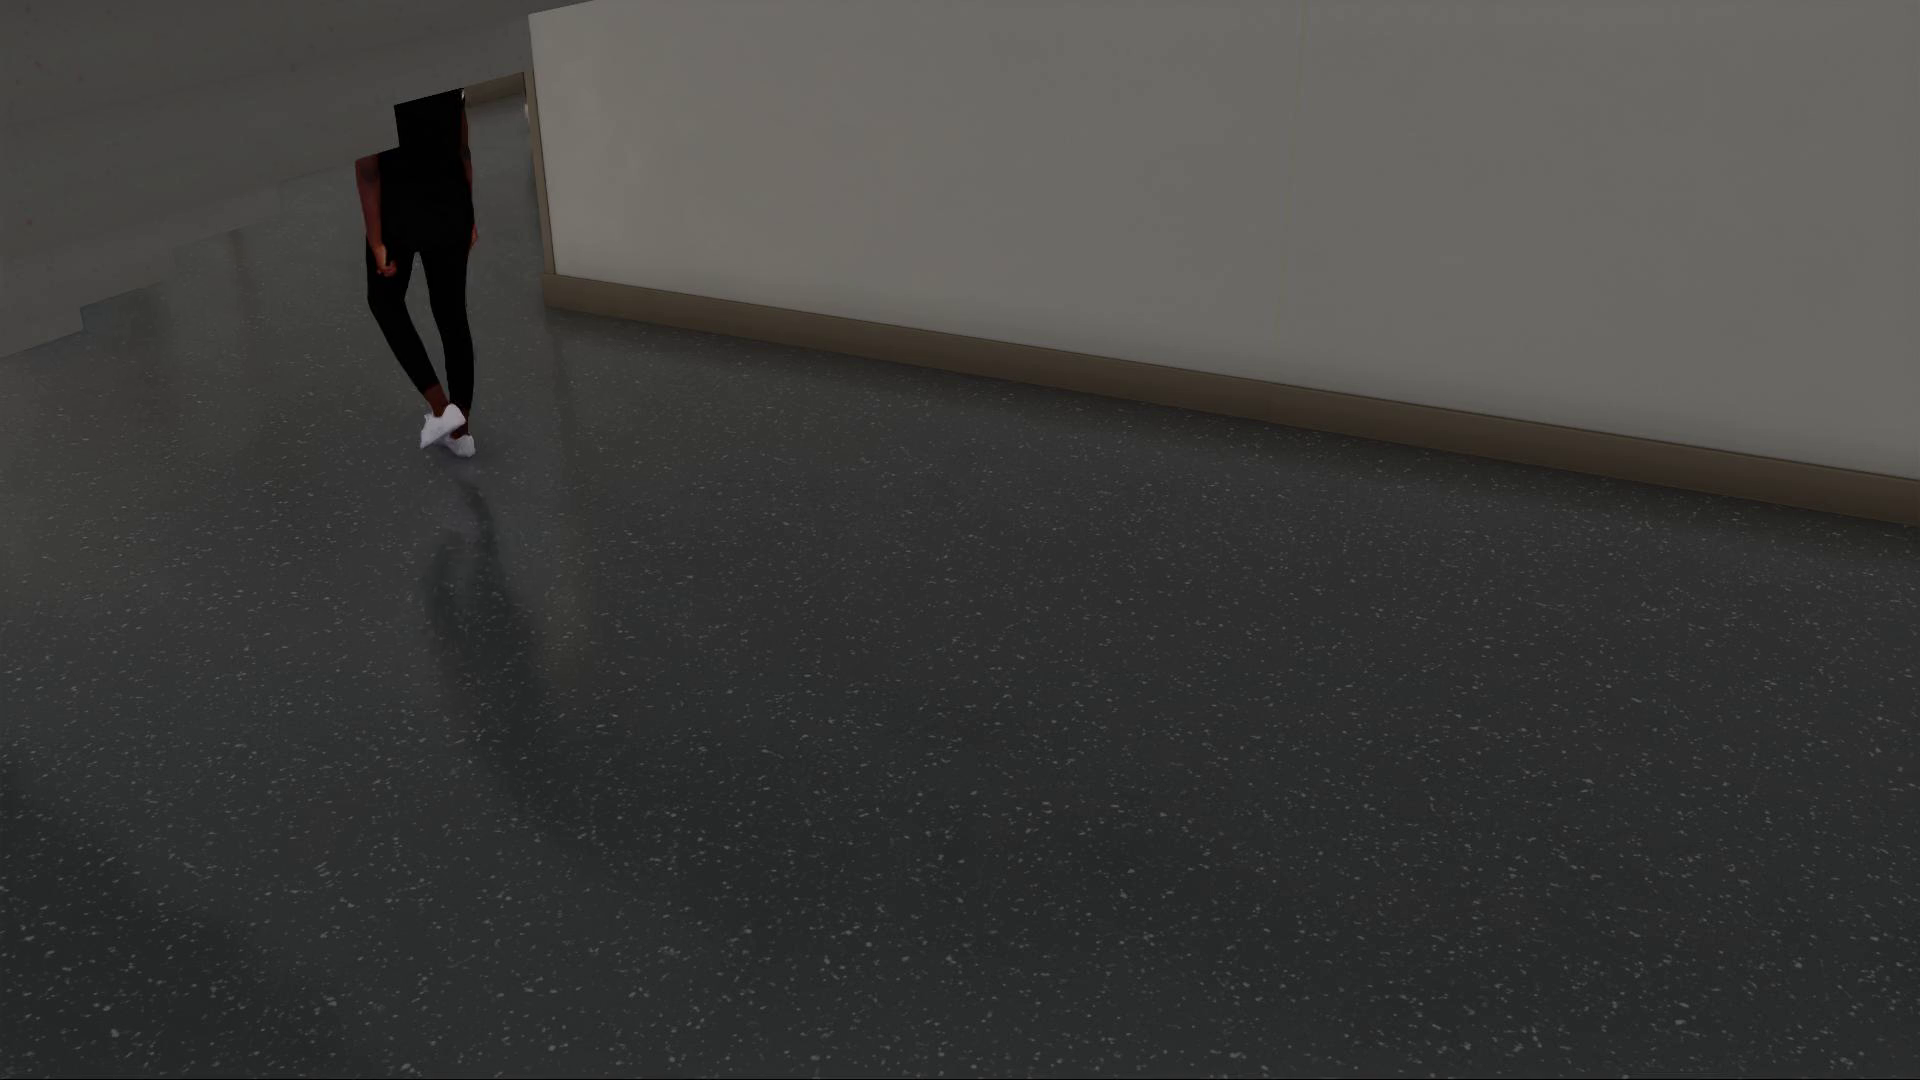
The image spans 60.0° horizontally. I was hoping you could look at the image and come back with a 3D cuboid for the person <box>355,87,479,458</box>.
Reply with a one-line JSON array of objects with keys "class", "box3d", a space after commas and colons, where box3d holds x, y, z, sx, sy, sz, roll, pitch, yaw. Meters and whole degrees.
[{"class": "person", "box3d": [-1.844, -1.086, 5.856, 0.745, 1.718, 0.810, -22, 33, -37]}]
